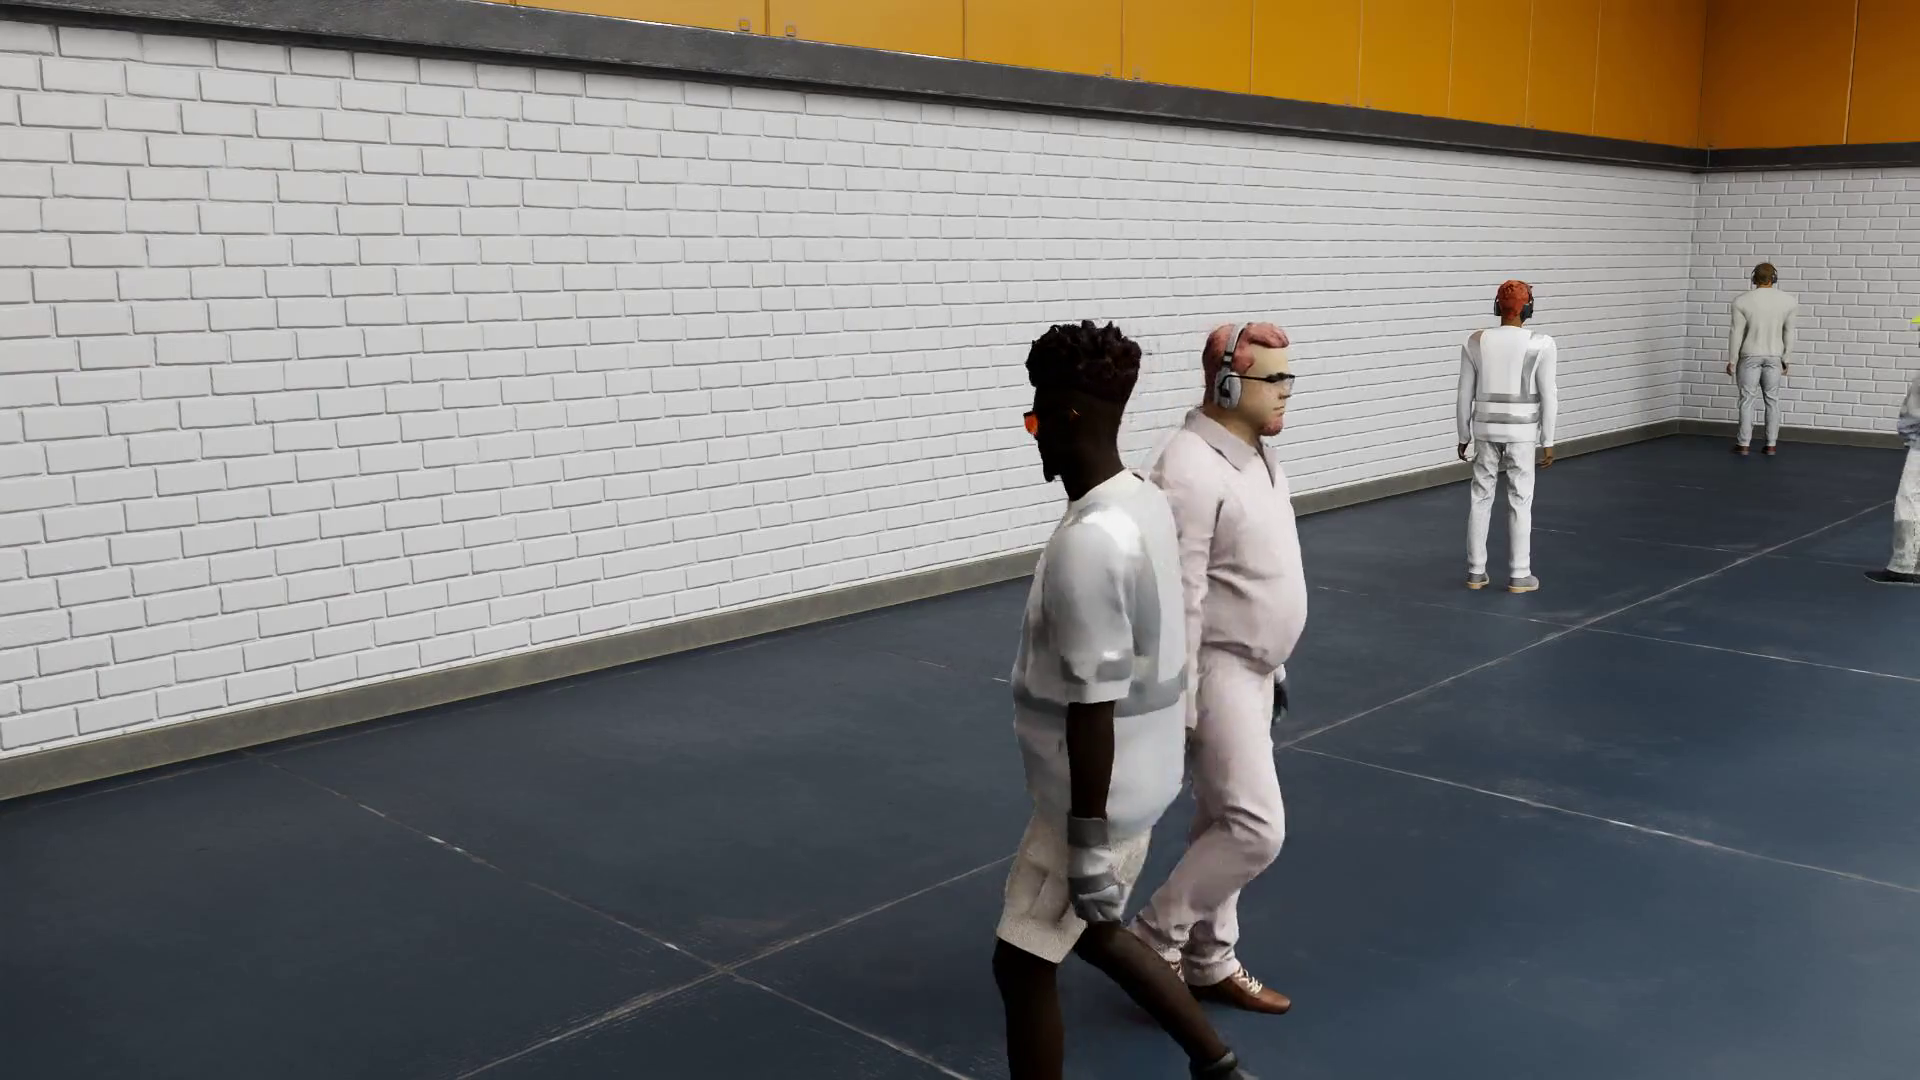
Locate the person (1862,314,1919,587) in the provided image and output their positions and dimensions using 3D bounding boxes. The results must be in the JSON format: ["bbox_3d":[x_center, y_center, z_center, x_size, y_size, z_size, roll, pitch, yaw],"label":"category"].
[{"bbox_3d":[5.989,-0.586,10.079,0.697,1.808,0.600,9,13,41],"label":"person"}]

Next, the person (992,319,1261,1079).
[{"bbox_3d":[0.326,0.505,3.501,0.739,1.937,0.599,3,10,15],"label":"person"}]

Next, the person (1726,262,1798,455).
[{"bbox_3d":[8.035,-1.816,16.720,0.628,1.937,0.378,1,10,8],"label":"person"}]

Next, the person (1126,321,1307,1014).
[{"bbox_3d":[0.725,0.370,4.414,0.418,1.892,0.647,4,11,23],"label":"person"}]

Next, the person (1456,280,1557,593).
[{"bbox_3d":[3.302,-0.622,10.066,0.586,1.882,0.340,6,12,33],"label":"person"}]
